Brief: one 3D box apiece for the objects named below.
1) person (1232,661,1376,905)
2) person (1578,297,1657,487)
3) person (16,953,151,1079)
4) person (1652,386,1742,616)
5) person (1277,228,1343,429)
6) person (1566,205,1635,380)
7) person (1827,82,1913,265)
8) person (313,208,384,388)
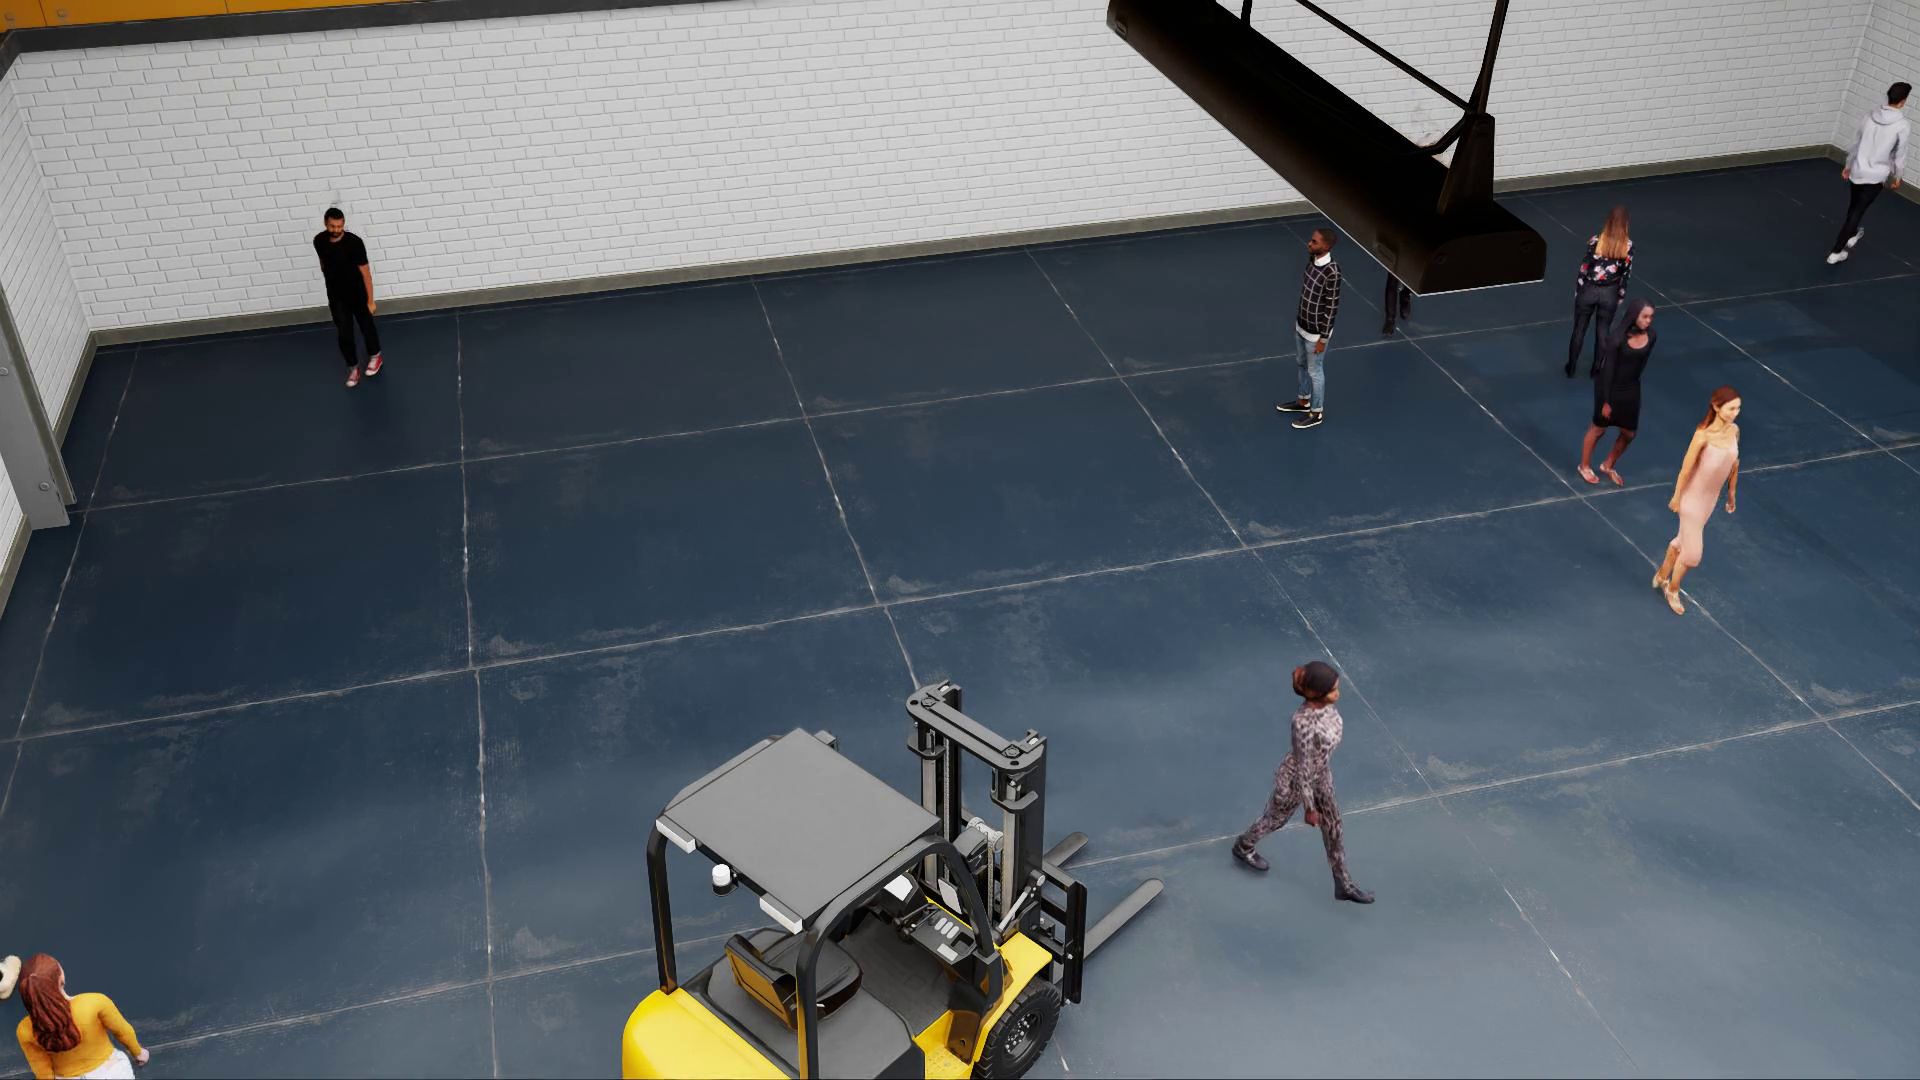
[{"bbox_3d":[1.923,1.394,9.731,1.201,1.661,1.042,24,40,31],"label":"person"},{"bbox_3d":[5.324,-1.244,13.663,0.605,1.703,0.624,-9,35,-13],"label":"person"},{"bbox_3d":[-4.027,2.662,7.795,0.691,1.694,1.217,-13,36,-19],"label":"person"},{"bbox_3d":[5.356,-0.354,12.219,0.653,1.819,0.699,-17,37,-23],"label":"person"},{"bbox_3d":[3.097,-1.864,14.489,0.721,1.821,0.463,-8,34,-12],"label":"person"},{"bbox_3d":[5.843,-2.262,15.210,0.661,1.685,0.670,11,35,16],"label":"person"},{"bbox_3d":[9.413,-3.777,17.306,1.051,1.888,1.151,-24,41,-32],"label":"person"},{"bbox_3d":[-5.566,-2.277,15.200,0.753,1.721,0.898,4,34,6],"label":"person"}]
